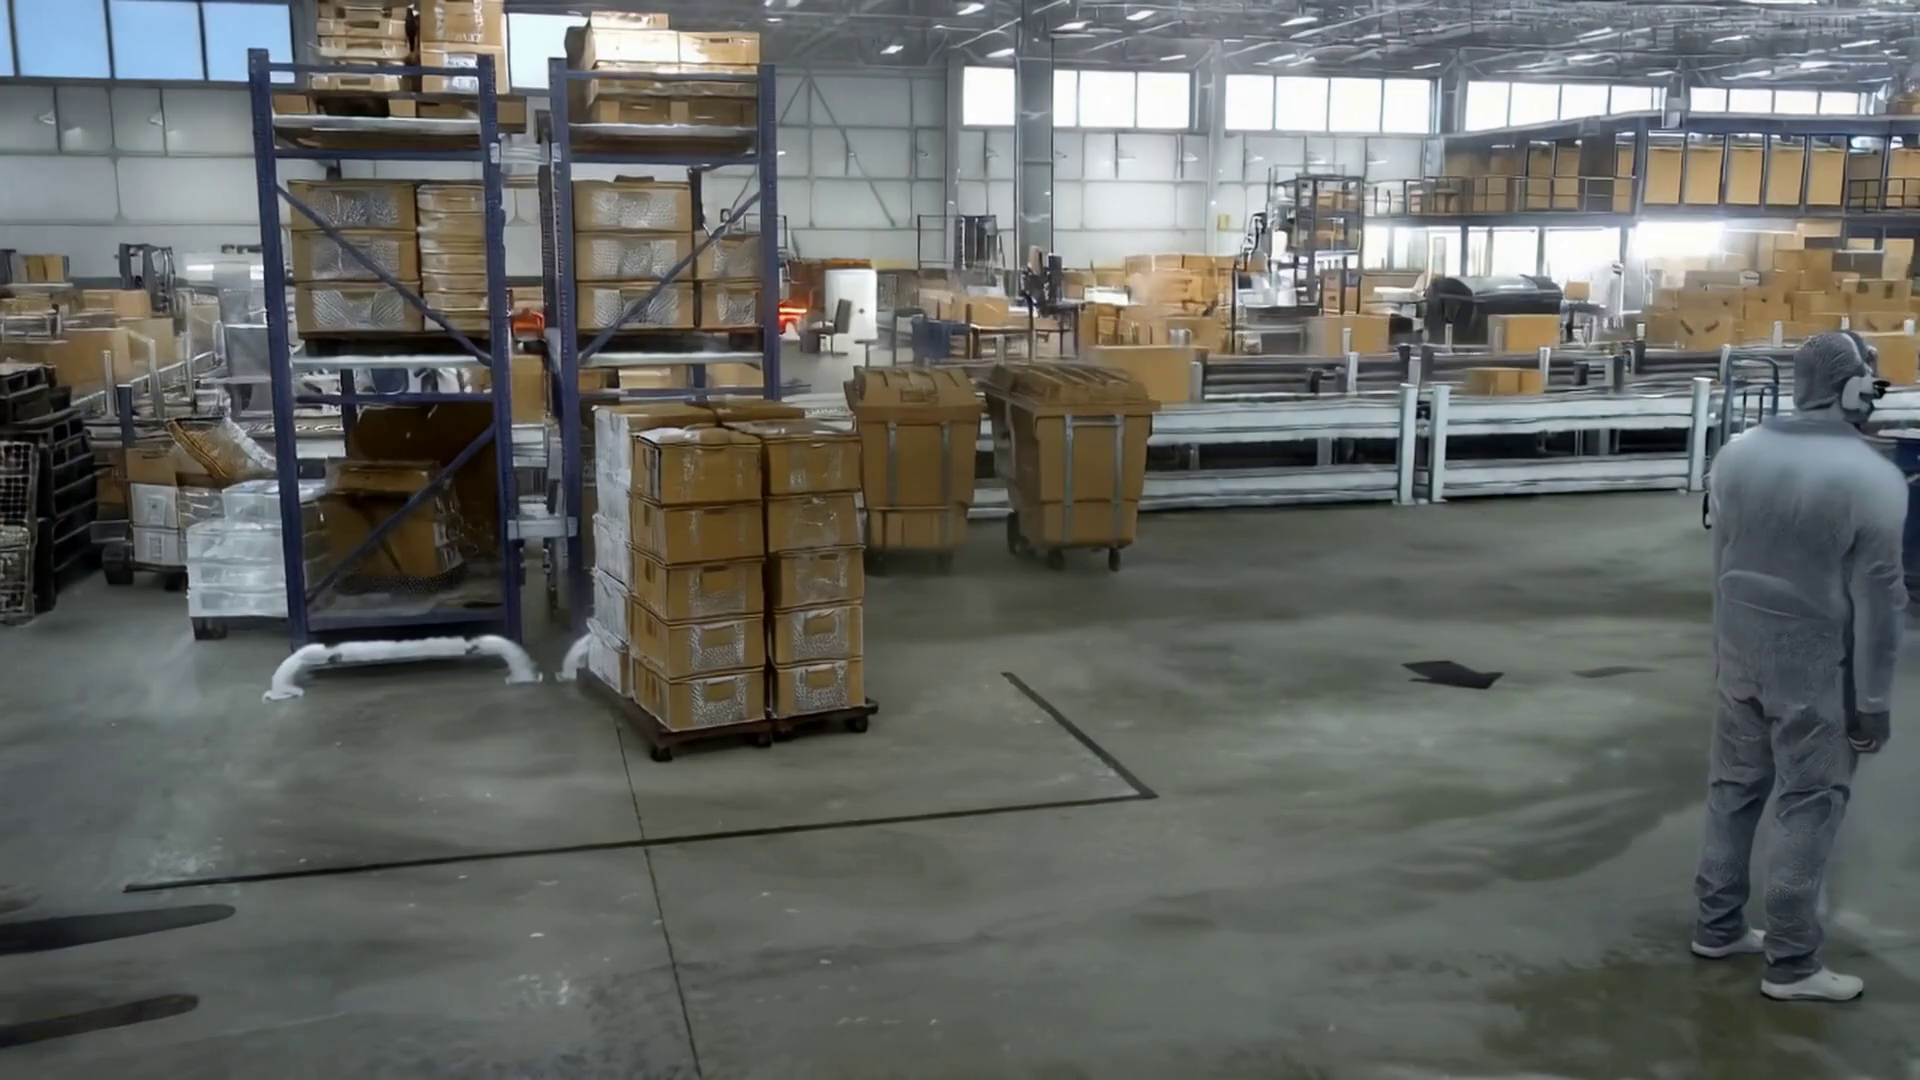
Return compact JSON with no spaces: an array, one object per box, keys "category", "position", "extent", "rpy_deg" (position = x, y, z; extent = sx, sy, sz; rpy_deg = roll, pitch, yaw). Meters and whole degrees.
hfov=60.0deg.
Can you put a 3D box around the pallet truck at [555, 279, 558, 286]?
[{"category":"pallet truck","position":[-10.604,-6.375,44.520],"extent":[0.653,1.274,1.630],"rpy_deg":[-3,10,-15]}]

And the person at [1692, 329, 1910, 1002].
[{"category":"person","position":[2.408,0.356,4.737],"extent":[0.399,1.900,0.636],"rpy_deg":[-4,11,-20]}]

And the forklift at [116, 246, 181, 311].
[{"category":"forklift","position":[-19.966,-6.232,40.894],"extent":[1.157,1.987,2.680],"rpy_deg":[-3,10,-15]}]

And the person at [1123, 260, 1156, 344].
[{"category":"person","position":[3.865,-5.153,36.104],"extent":[0.705,1.840,0.527],"rpy_deg":[5,11,28]}]

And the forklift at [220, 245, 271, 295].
[{"category":"forklift","position":[-17.749,-6.334,41.440],"extent":[1.157,1.987,2.680],"rpy_deg":[-3,10,-17]}]

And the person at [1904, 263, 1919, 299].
[{"category":"person","position":[16.399,-3.842,28.668],"extent":[0.986,1.831,0.598],"rpy_deg":[8,13,38]}]

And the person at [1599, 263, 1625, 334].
[{"category":"person","position":[15.876,-5.831,40.250],"extent":[0.578,1.717,0.786],"rpy_deg":[-7,12,-36]}]
